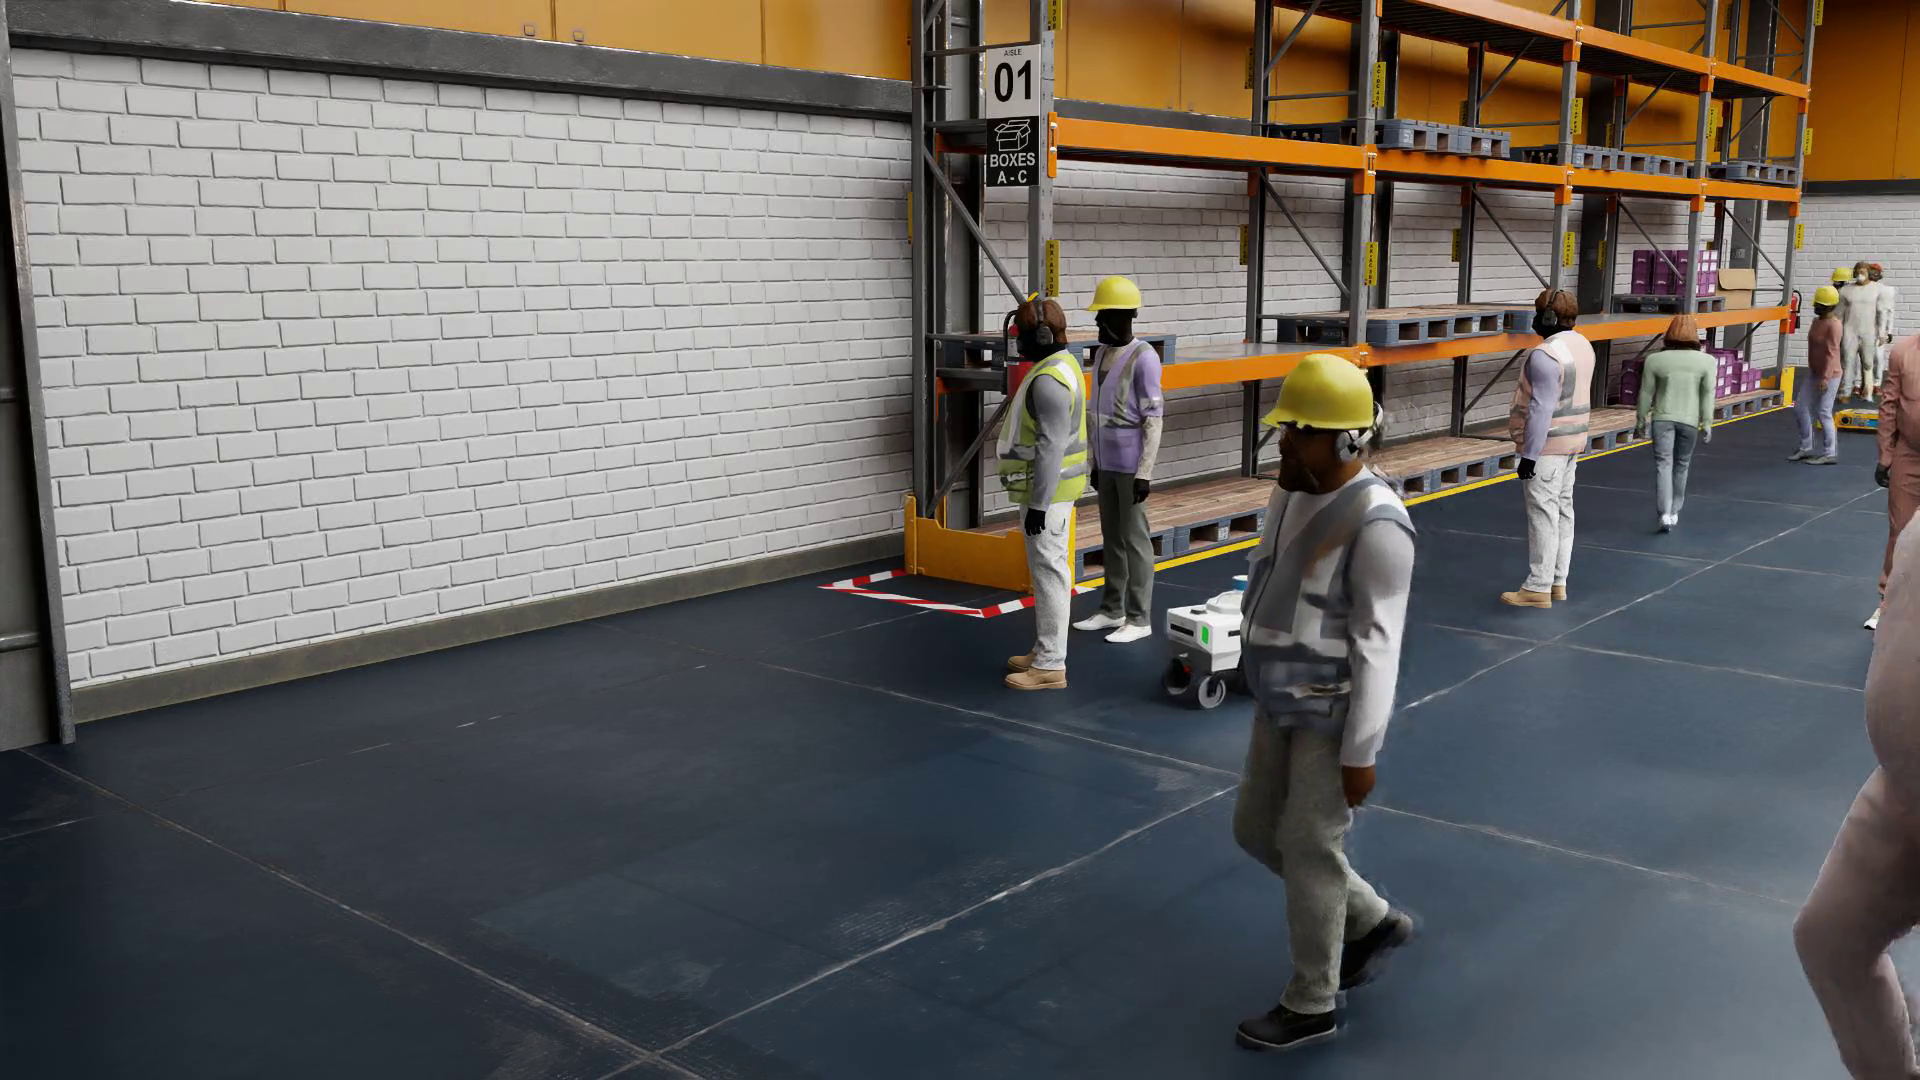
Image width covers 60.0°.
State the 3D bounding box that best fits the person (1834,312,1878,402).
[{"bbox_3d":[12.198,-2.667,22.559,0.512,1.599,0.750,0,10,1],"label":"person"}]

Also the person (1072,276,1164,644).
[{"bbox_3d":[0.843,-0.418,8.785,0.387,1.927,0.589,-4,11,-23],"label":"person"}]

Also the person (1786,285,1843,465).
[{"bbox_3d":[8.200,-1.556,15.802,0.456,1.723,0.565,0,10,-1],"label":"person"}]

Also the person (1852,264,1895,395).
[{"bbox_3d":[12.835,-2.960,23.478,0.591,1.859,0.467,4,11,22],"label":"person"}]

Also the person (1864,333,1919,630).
[{"bbox_3d":[5.230,-0.425,8.880,0.642,1.910,0.401,9,13,42],"label":"person"}]

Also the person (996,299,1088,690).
[{"bbox_3d":[0.386,-0.215,7.880,0.429,1.841,0.625,1,10,6],"label":"person"}]

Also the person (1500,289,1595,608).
[{"bbox_3d":[3.407,-0.529,9.662,0.429,1.844,0.626,8,13,39],"label":"person"}]

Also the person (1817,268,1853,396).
[{"bbox_3d":[12.057,-2.850,22.979,0.643,1.799,0.593,0,10,1],"label":"person"}]

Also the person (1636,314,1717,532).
[{"bbox_3d":[5.268,-0.862,12.256,0.510,1.597,0.832,3,10,17],"label":"person"}]

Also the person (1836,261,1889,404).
[{"bbox_3d":[12.134,-2.802,22.411,0.631,1.912,0.766,7,12,36],"label":"person"}]

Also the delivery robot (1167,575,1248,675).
[{"bbox_3d":[1.313,0.409,7.715,0.707,0.478,0.477,-5,11,-28],"label":"delivery robot"}]

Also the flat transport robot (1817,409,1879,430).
[{"bbox_3d":[10.501,-1.330,18.688,1.431,0.197,0.652,8,13,40],"label":"flat transport robot"}]

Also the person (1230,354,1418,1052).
[{"bbox_3d":[0.959,0.423,4.308,0.473,1.812,0.609,-3,10,-14],"label":"person"}]

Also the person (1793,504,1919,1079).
[{"bbox_3d":[1.990,0.546,3.388,0.540,1.887,0.679,0,10,2],"label":"person"}]
